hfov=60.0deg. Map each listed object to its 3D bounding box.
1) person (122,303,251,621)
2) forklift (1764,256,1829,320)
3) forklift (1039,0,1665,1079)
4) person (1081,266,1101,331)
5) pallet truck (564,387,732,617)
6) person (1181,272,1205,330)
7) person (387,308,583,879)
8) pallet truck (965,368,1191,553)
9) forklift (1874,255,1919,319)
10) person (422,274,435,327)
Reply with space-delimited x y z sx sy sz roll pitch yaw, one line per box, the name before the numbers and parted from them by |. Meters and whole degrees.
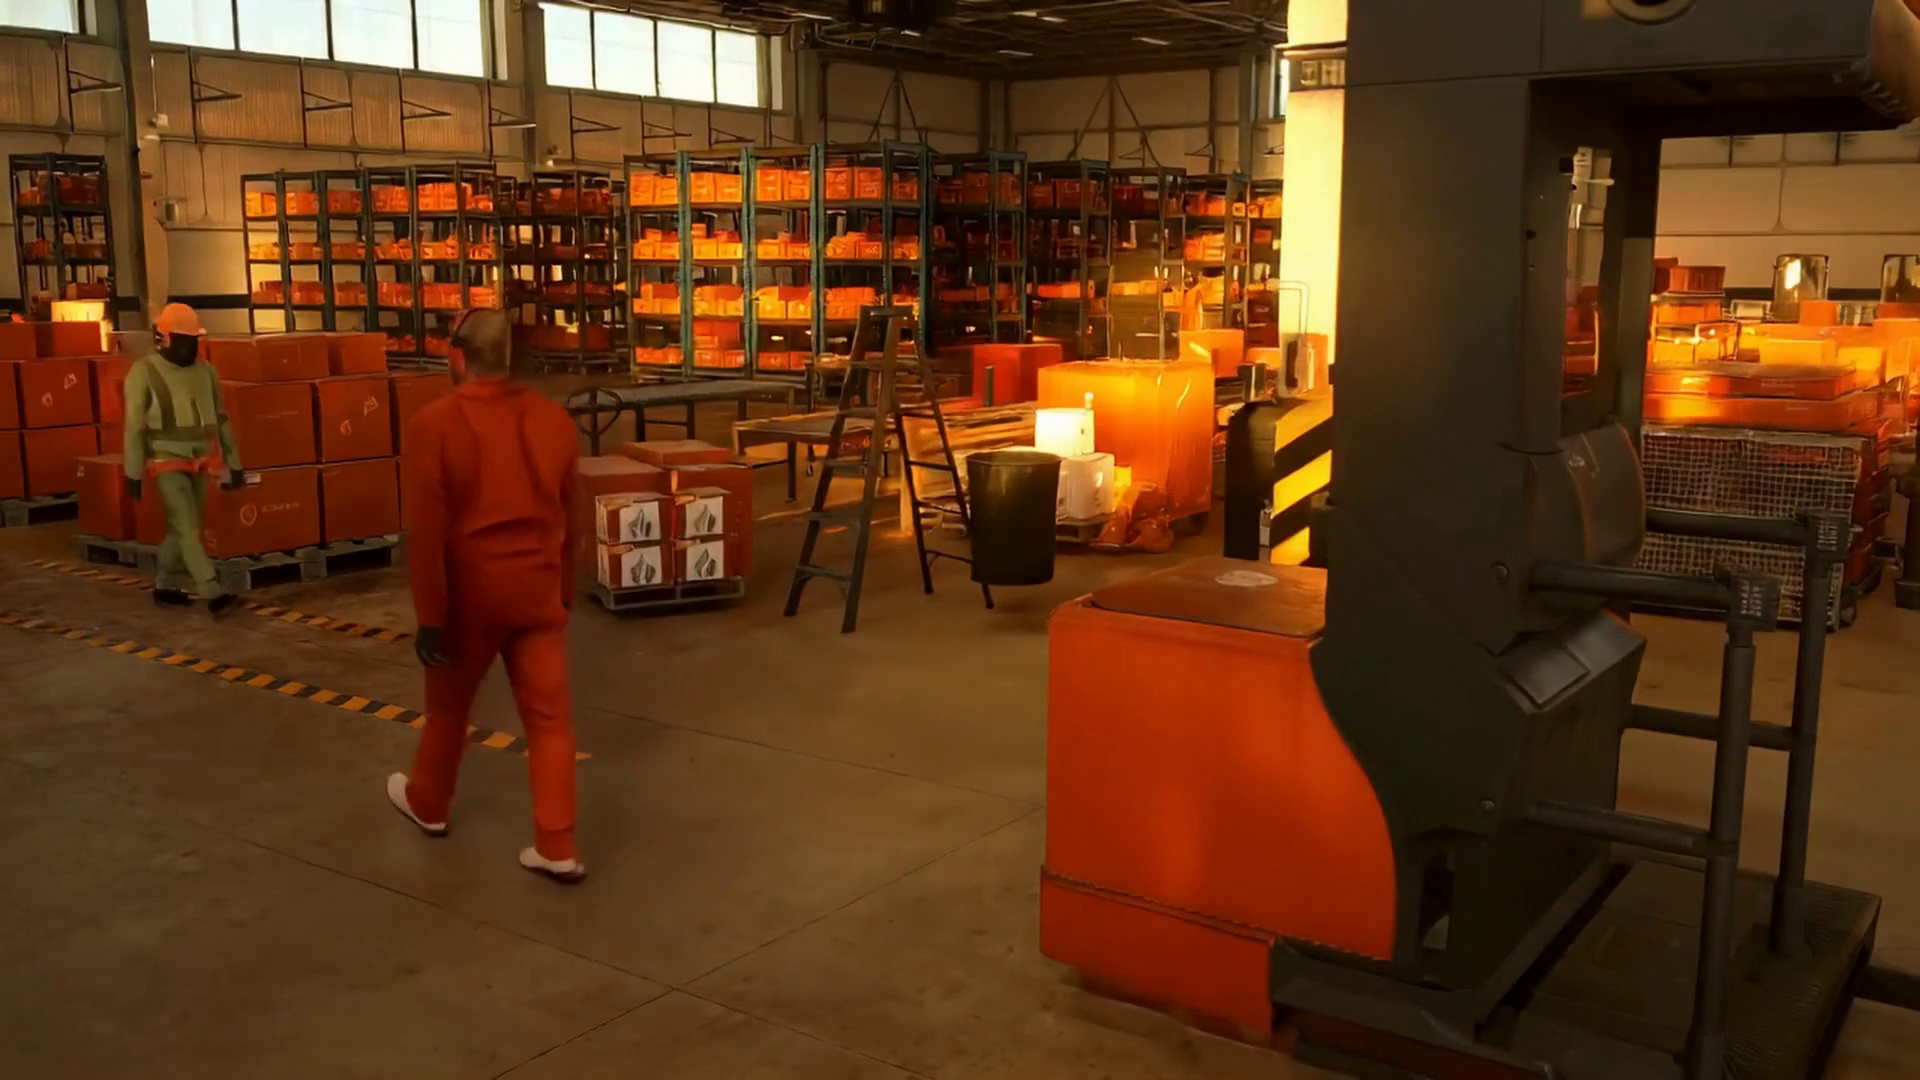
person | -4.376 -0.446 9.469 0.945 1.777 0.625 5 11 26
forklift | 20.253 -5.854 40.139 1.157 1.987 2.680 7 12 35
forklift | 1.249 -0.137 4.360 1.873 2.768 1.129 7 12 35
person | 2.339 -4.152 30.874 1.020 1.997 0.634 5 11 27
pallet truck | -1.981 -0.274 10.088 0.680 1.201 1.601 -5 11 -28
person | 3.764 -3.422 26.988 0.385 1.849 0.569 -1 10 -9
person | -1.601 0.165 5.582 0.673 1.856 0.991 -9 13 -43
pallet truck | 0.845 -0.609 11.869 1.630 1.274 0.653 7 12 35
forklift | 22.089 -5.634 38.796 1.157 1.987 2.680 6 11 33
person | -11.530 -4.889 36.051 0.361 1.743 0.559 3 10 20
